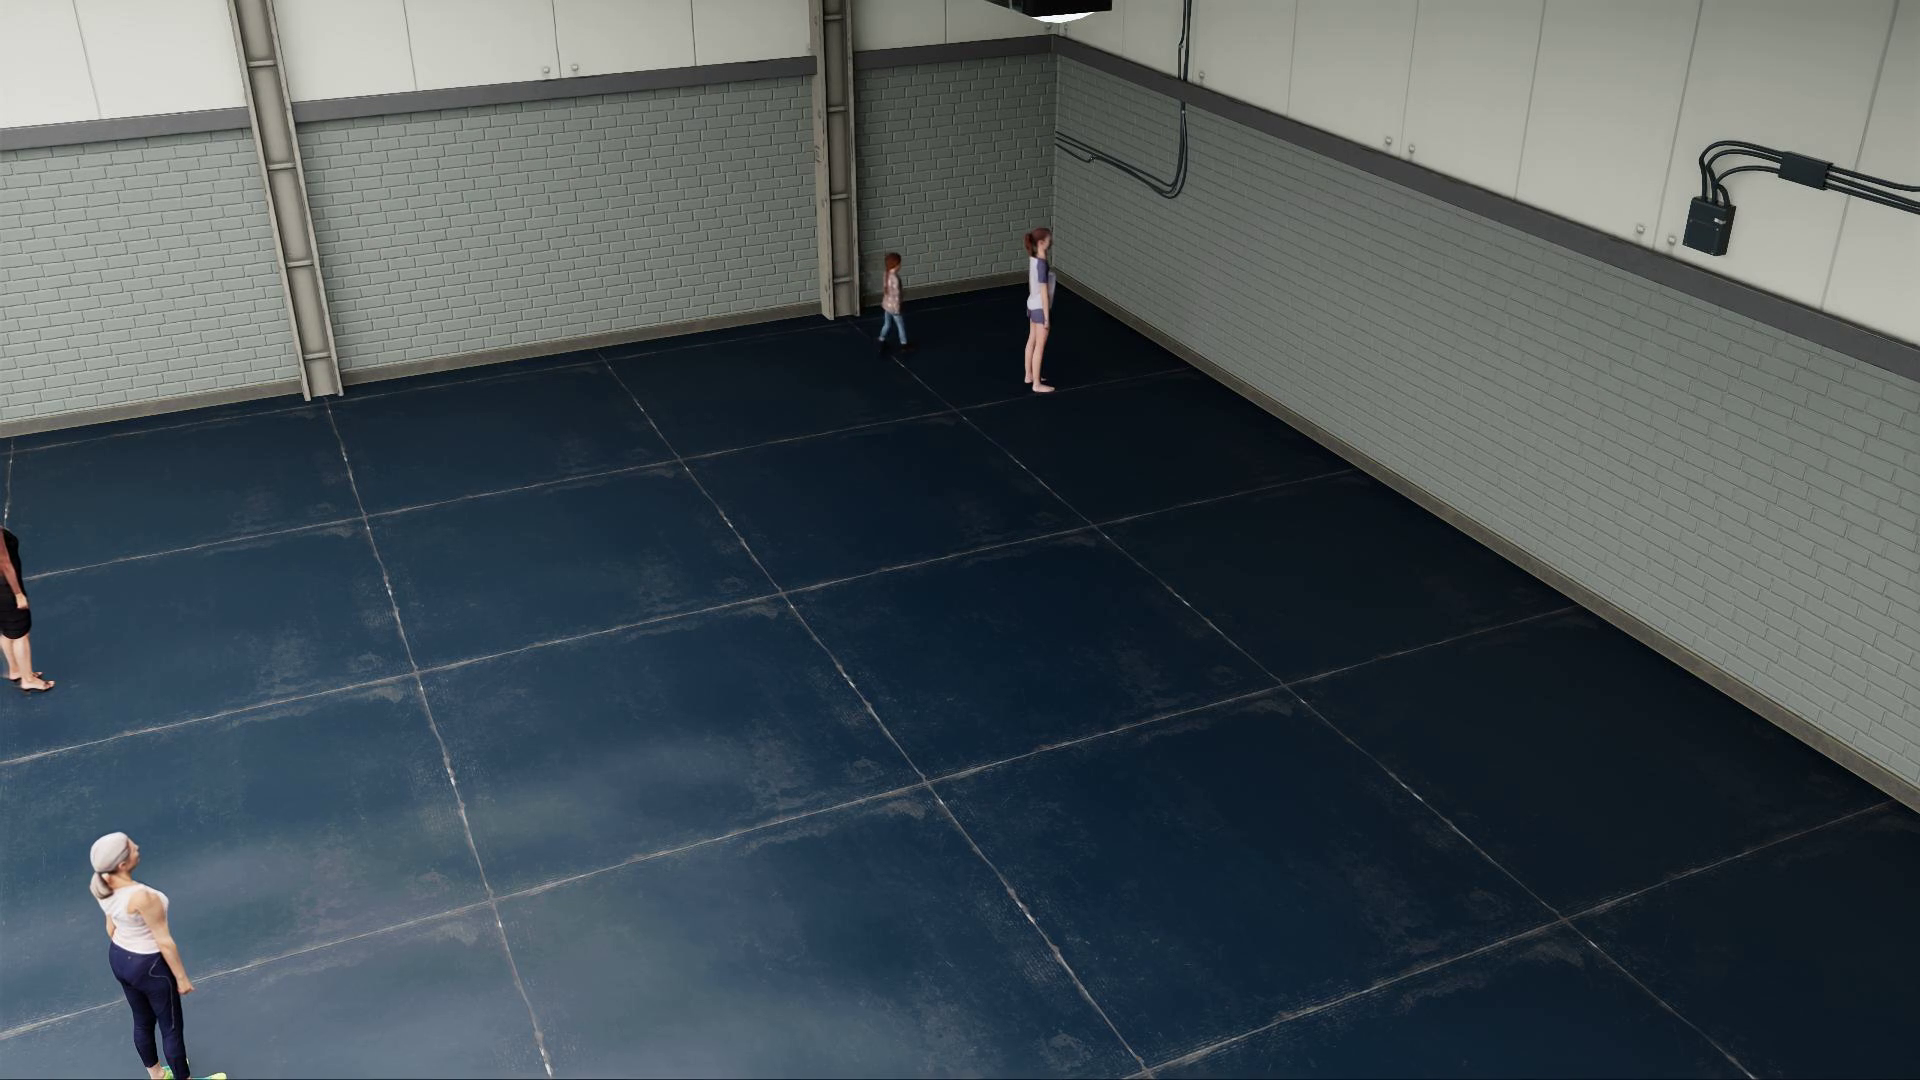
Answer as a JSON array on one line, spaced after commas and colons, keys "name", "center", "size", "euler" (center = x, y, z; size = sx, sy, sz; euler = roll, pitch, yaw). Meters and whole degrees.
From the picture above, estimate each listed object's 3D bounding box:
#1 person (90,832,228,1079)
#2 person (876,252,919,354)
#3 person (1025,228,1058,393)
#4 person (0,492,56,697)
[{"name": "person", "center": [-4.257, 2.242, 8.685], "size": [0.677, 1.703, 0.719], "euler": [12, 30, 22]}, {"name": "person", "center": [-0.800, -2.657, 18.768], "size": [0.725, 1.182, 0.527], "euler": [-15, 31, -26]}, {"name": "person", "center": [0.849, -2.475, 17.777], "size": [0.587, 1.765, 0.616], "euler": [-7, 28, -14]}, {"name": "person", "center": [-7.082, 0.351, 12.313], "size": [0.619, 1.743, 0.638], "euler": [-24, 36, -38]}]
